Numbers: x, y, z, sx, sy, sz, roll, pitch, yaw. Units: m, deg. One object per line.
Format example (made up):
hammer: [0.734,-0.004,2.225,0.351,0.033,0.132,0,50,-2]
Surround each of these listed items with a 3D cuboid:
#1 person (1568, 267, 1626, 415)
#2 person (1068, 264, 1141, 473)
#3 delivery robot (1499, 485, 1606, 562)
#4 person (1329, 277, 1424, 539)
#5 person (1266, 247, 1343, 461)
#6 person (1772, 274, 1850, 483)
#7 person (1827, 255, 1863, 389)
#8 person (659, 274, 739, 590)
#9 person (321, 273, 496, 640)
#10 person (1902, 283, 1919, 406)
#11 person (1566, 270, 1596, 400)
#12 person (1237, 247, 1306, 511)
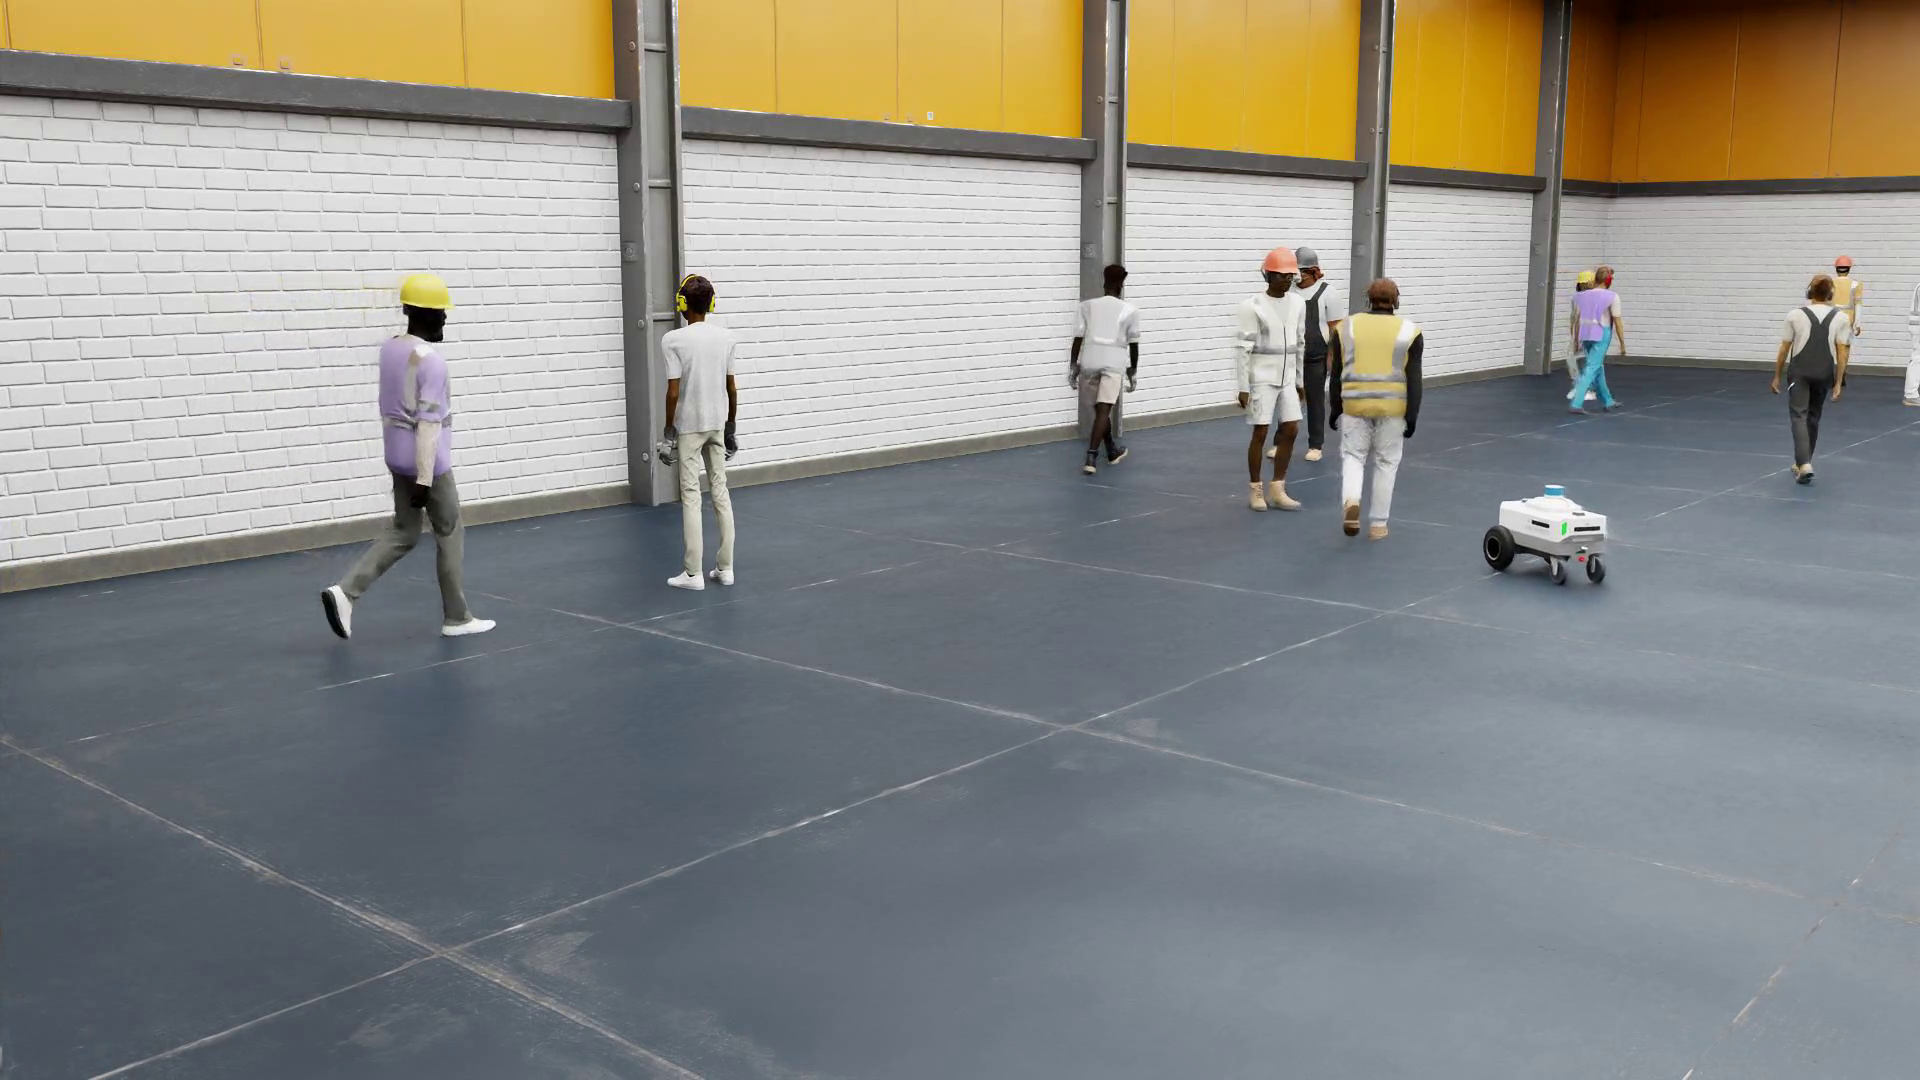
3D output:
person: [7.807,-2.420,20.275,0.988,1.785,0.590,-5,11,-27]
person: [1.321,-1.567,15.201,0.596,1.887,1.046,5,11,25]
delivery robot: [3.660,-0.095,10.284,0.477,0.478,0.707,-3,10,-16]
person: [2.852,-0.889,11.451,0.644,1.828,0.587,4,11,22]
person: [3.263,-1.775,15.890,0.681,2.000,0.536,7,12,36]
person: [7.404,-1.405,14.467,0.530,1.811,0.937,2,10,14]
person: [12.744,-3.156,24.095,0.580,1.915,0.681,6,12,31]
person: [-1.556,-0.638,9.903,0.531,1.871,0.322,-9,13,-40]
person: [-2.828,-0.400,8.471,0.598,1.901,0.805,9,13,42]
person: [12.407,-2.669,21.427,0.337,1.881,0.585,5,11,27]
person: [8.345,-2.721,22.177,0.478,1.726,0.499,-8,13,-40]
person: [2.422,-1.223,12.770,0.652,2.027,0.454,-5,11,-26]
